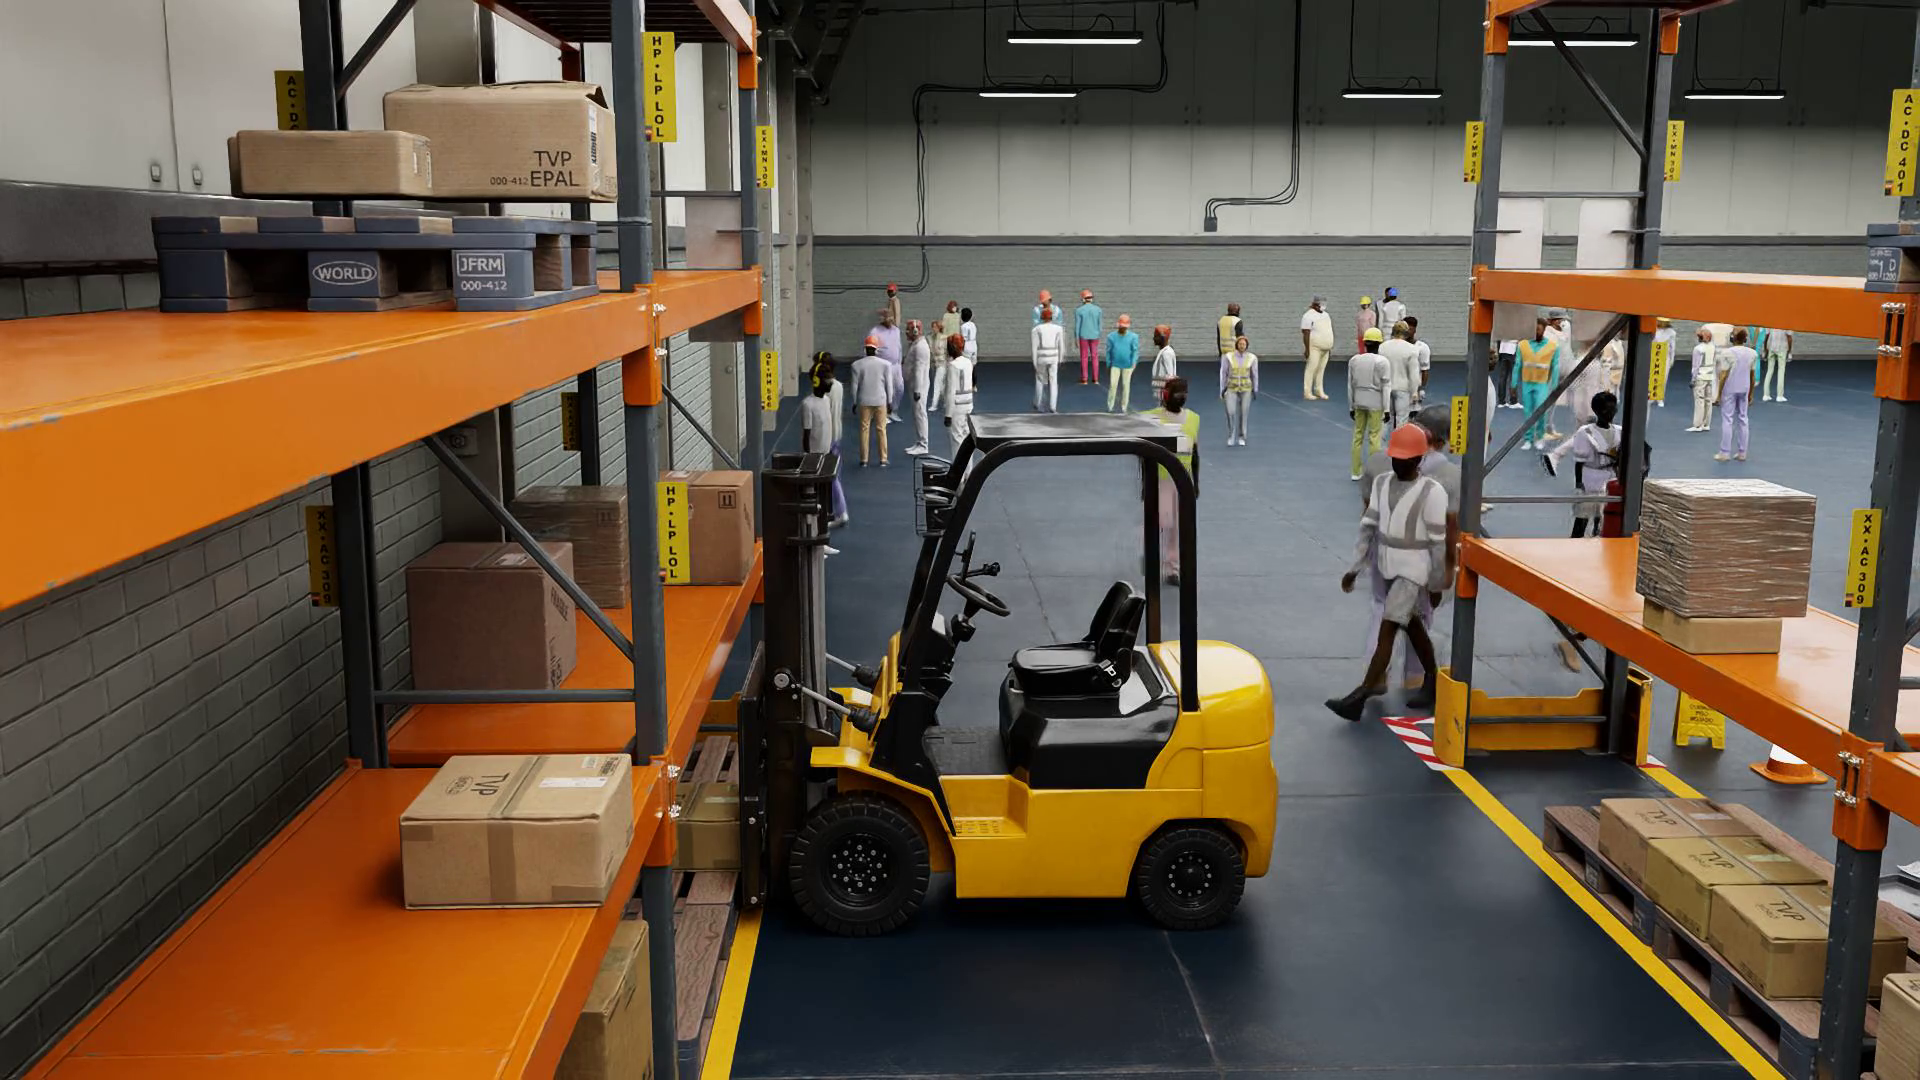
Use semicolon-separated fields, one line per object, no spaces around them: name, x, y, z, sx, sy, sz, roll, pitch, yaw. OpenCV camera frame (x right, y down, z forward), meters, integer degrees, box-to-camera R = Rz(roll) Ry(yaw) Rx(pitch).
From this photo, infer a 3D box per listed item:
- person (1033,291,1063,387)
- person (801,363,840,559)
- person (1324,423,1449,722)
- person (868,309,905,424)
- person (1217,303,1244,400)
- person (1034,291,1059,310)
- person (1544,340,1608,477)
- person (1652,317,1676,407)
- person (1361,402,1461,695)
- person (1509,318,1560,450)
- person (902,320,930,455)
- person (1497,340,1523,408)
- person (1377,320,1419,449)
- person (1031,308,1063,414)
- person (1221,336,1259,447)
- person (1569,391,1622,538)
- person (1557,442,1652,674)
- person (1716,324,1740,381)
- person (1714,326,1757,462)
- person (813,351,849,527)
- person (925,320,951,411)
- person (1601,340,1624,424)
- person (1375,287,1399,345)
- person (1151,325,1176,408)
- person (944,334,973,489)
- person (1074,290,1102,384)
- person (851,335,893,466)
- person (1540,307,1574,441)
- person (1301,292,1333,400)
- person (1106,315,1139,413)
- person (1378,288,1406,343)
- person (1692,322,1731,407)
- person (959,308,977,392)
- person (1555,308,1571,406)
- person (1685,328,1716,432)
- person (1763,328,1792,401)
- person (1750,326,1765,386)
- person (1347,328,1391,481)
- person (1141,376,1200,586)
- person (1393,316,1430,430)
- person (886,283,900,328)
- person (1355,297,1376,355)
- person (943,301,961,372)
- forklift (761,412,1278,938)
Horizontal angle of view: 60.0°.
person;1.807;-4.137;34.336;0.610;1.975;1.056;1;10;8
person;-1.340;-0.746;15.737;0.334;1.861;0.500;4;11;19
person;2.742;0.198;10.421;1.045;1.872;0.553;-5;11;-26
person;-1.164;-2.836;27.257;0.672;1.892;0.508;-8;13;-38
person;5.155;-3.574;31.532;0.429;1.839;0.634;-7;12;-34
person;1.932;-4.609;37.177;0.573;1.883;0.359;0;10;-2
person;7.737;-1.637;20.667;0.703;1.874;0.651;1;10;7
person;12.784;-3.311;30.387;0.497;1.725;0.578;2;10;13
person;2.960;0.033;10.878;0.702;2.000;0.756;6;12;30
person;8.227;-2.231;23.871;0.641;1.905;0.499;6;12;30
person;-0.623;-2.156;23.482;0.400;1.899;0.637;-1;10;-5
person;9.932;-3.331;29.972;0.392;1.914;0.587;-6;12;-32
person;5.931;-2.015;22.604;0.632;1.932;0.367;9;14;42
person;1.507;-3.114;28.997;0.584;1.827;0.997;-2;10;-9
person;4.089;-2.163;24.293;0.542;1.616;0.602;2;10;9
person;5.581;-0.457;14.561;0.535;1.697;0.321;-4;11;-20
person;4.402;0.150;11.208;0.495;1.681;0.547;9;14;43
person;16.441;-4.359;35.558;0.376;1.962;0.629;0;10;3
person;10.569;-1.987;22.673;0.511;1.844;0.328;-1;10;-4
person;-1.376;-1.032;17.332;0.526;1.858;0.533;4;11;23
person;-0.369;-3.127;29.697;0.515;1.607;0.794;7;13;36
person;9.494;-2.295;24.176;0.384;1.926;0.550;8;13;37
person;10.099;-5.015;39.352;0.588;1.914;0.391;2;10;10
person;2.728;-1.935;22.278;0.337;1.882;0.585;0;10;3
person;-0.019;-1.563;20.221;0.338;1.882;0.576;4;11;22
person;2.684;-4.270;35.049;0.613;1.976;0.434;-3;11;-17
person;-1.173;-1.854;22.185;0.563;1.753;0.327;0;10;0
person;9.008;-2.533;25.169;0.535;2.000;0.684;8;13;38
person;6.810;-3.674;31.529;0.689;2.000;0.536;-8;13;-39
person;2.818;-3.041;28.883;0.581;1.722;0.570;2;10;9
person;9.735;-4.697;37.483;0.604;1.949;0.389;3;11;14
person;13.645;-3.329;30.283;0.589;1.802;0.695;-2;10;-10
person;0.155;-3.734;32.845;0.320;1.691;0.536;5;11;26
person;10.965;-3.367;30.367;0.326;1.842;0.517;2;10;10
person;11.683;-2.511;26.182;0.513;1.635;0.313;-7;12;-32
person;15.371;-3.531;31.253;0.326;1.859;0.525;-8;13;-39
person;16.550;-4.120;34.597;0.359;1.835;0.512;5;11;27
person;5.099;-1.674;20.703;0.585;1.928;0.366;10;14;44
person;1.836;-0.510;14.460;0.589;1.834;0.436;-5;12;-28
person;6.203;-2.127;23.112;0.612;1.965;0.361;10;14;44
person;-1.615;-5.152;39.881;0.369;1.996;0.622;-3;11;-17
person;9.106;-4.595;37.453;0.349;1.759;0.530;-7;12;-33
person;-0.183;-4.663;38.231;0.538;1.623;0.357;-8;13;-37
forklift;0.291;0.548;7.580;2.313;2.155;1.214;0;10;-2
